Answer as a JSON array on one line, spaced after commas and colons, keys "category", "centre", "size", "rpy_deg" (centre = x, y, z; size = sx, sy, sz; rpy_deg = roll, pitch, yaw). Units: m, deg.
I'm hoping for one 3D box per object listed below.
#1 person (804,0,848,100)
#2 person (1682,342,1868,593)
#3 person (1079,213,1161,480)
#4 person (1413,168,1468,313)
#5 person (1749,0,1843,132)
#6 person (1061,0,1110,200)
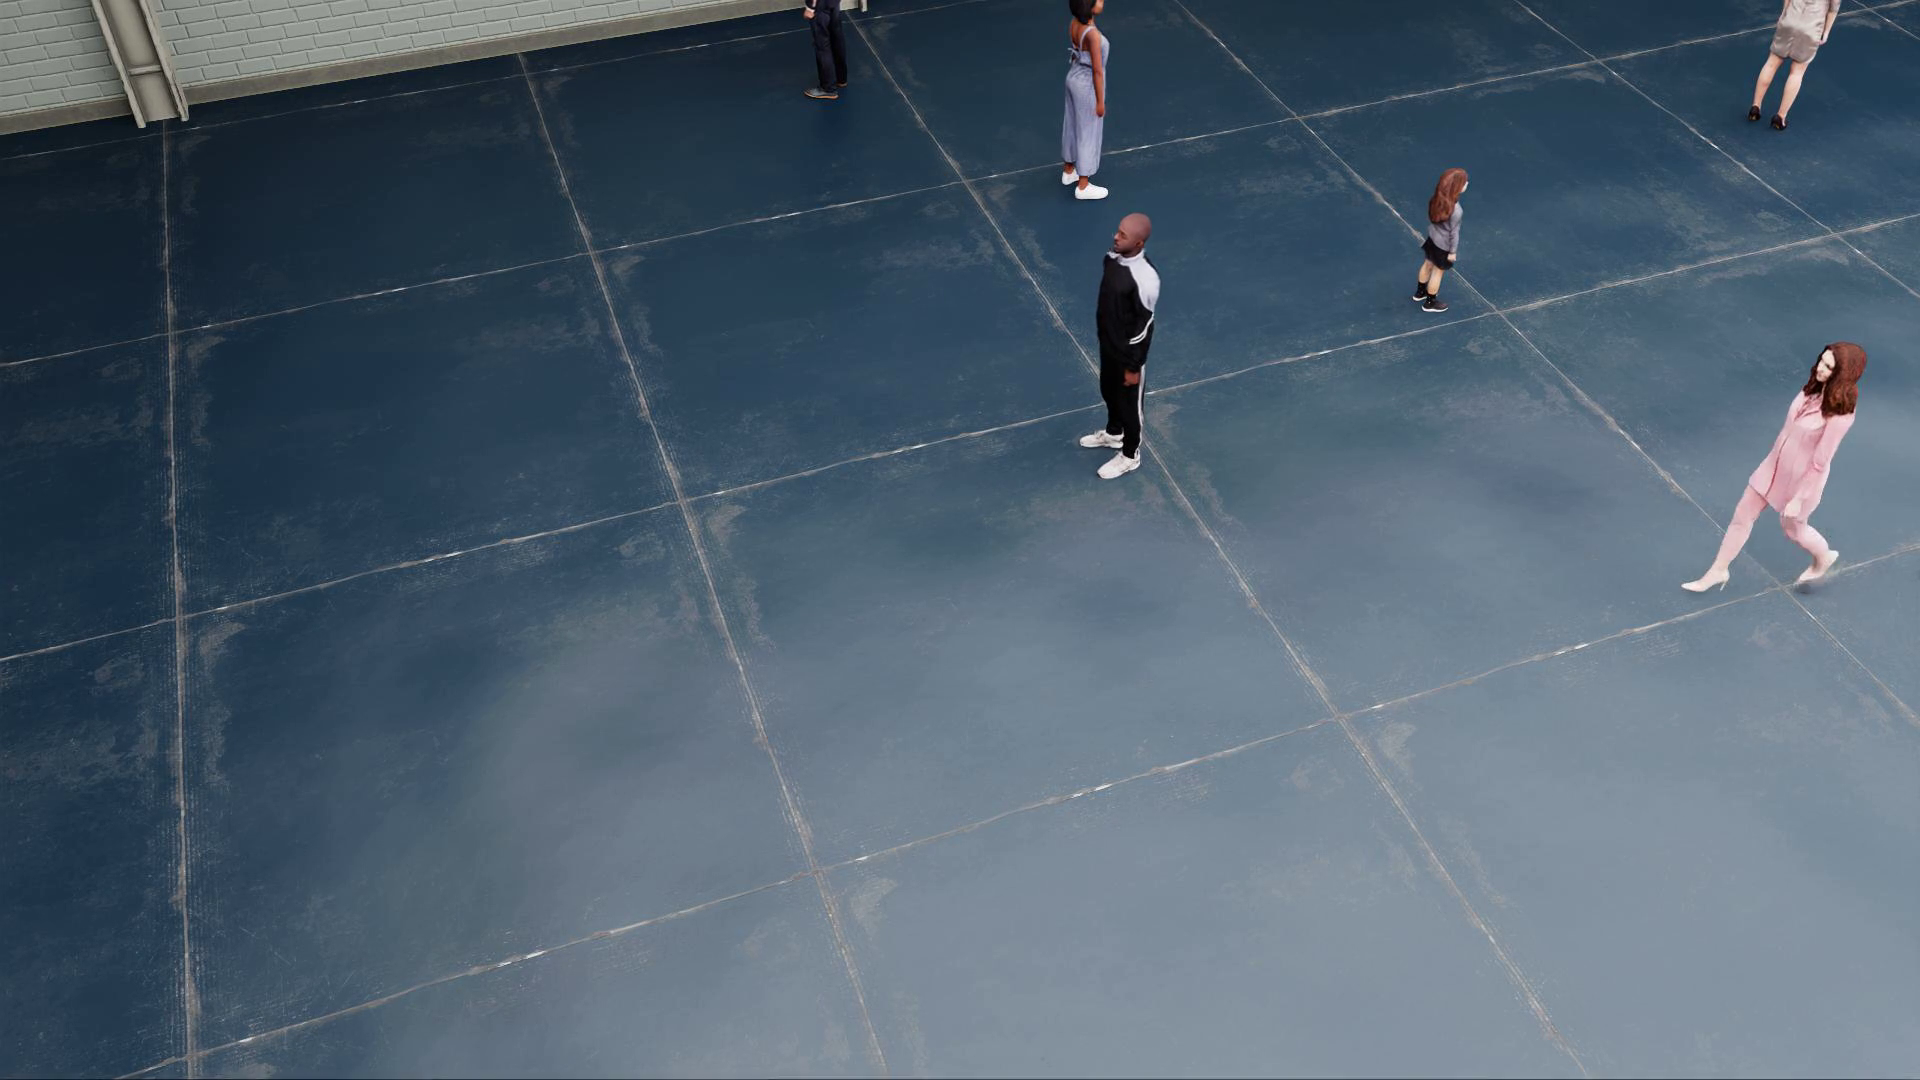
[{"category": "person", "centre": [-1.139, -4.559, 13.766], "size": [0.828, 1.816, 0.779], "rpy_deg": [16, 45, 16]}, {"category": "person", "centre": [4.744, -0.338, 9.282], "size": [1.196, 1.766, 0.838], "rpy_deg": [-3, 43, -4]}, {"category": "person", "centre": [1.011, -1.208, 10.168], "size": [0.531, 1.828, 0.655], "rpy_deg": [-12, 44, -13]}, {"category": "person", "centre": [3.384, -2.125, 11.680], "size": [0.473, 1.106, 0.491], "rpy_deg": [-9, 44, -9]}, {"category": "person", "centre": [6.761, -4.123, 13.353], "size": [0.652, 1.742, 0.645], "rpy_deg": [34, 53, 31]}, {"category": "person", "centre": [0.947, -3.417, 12.631], "size": [0.523, 1.696, 0.564], "rpy_deg": [-15, 45, -15]}]
